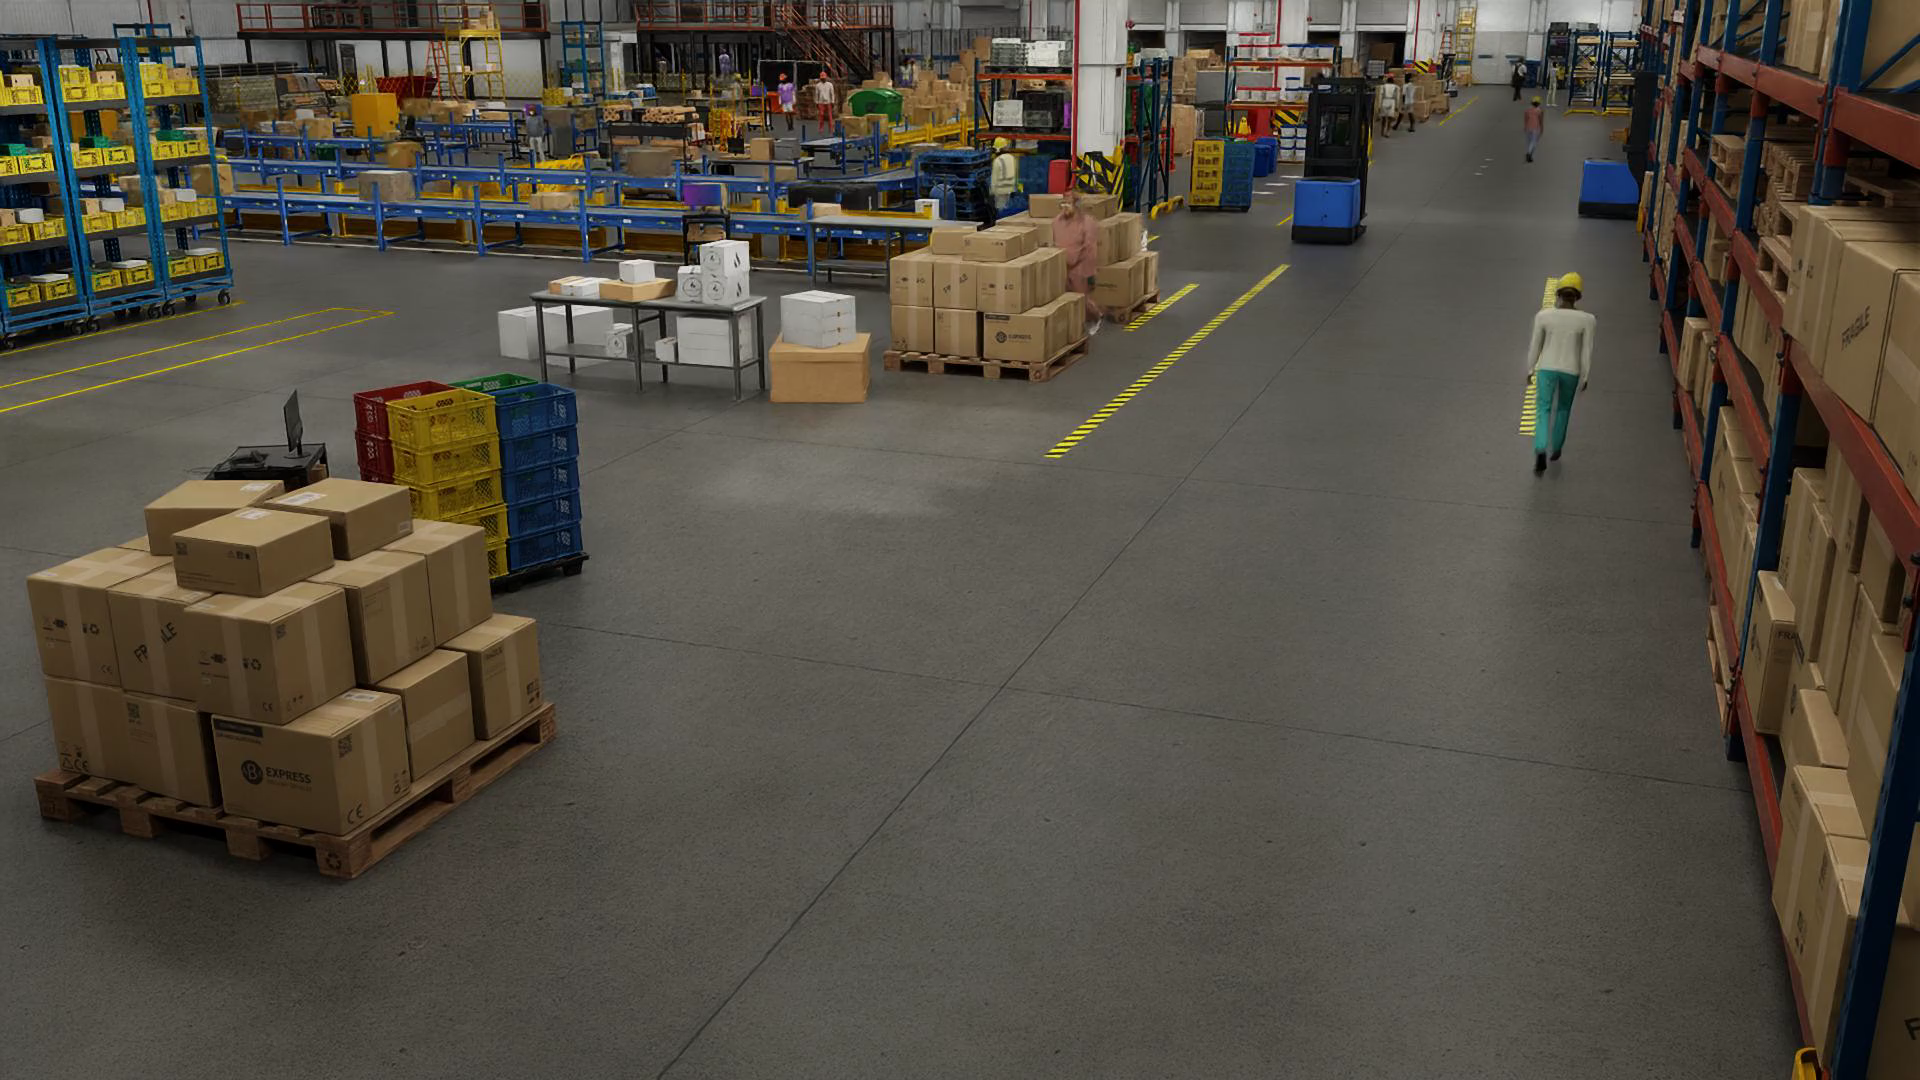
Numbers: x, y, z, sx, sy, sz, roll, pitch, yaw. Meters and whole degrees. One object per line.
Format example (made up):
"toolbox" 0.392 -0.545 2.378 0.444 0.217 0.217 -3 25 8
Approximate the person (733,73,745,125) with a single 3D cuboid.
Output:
"person" -7.919 -15.672 59.122 0.472 1.815 0.615 1 18 4

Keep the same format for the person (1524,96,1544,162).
"person" 15.318 -10.977 44.486 0.527 1.752 0.520 14 23 38

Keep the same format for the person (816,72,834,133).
"person" -4.499 -14.554 55.345 0.633 1.983 0.413 2 18 7

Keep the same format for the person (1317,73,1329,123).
"person" 12.203 -14.822 56.308 0.639 1.904 0.604 -2 18 -8

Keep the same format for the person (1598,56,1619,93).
"person" 31.217 -22.281 79.787 1.015 1.884 0.633 5 18 15

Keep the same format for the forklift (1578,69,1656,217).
"forklift" 13.219 -7.740 32.475 1.873 2.768 1.129 6 19 18

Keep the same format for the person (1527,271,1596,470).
"person" 5.301 -1.500 14.722 0.529 1.734 0.816 6 19 20

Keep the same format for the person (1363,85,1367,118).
"person" 13.041 -13.891 53.787 0.540 1.657 0.858 -3 18 -8

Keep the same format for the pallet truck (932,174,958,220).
"pallet truck" -0.507 -5.292 27.348 0.653 1.274 1.630 6 19 19

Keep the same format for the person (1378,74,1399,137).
"person" 13.822 -14.008 53.644 0.630 1.984 1.058 3 18 8

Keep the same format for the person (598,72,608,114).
"person" -13.653 -17.076 63.686 0.406 1.723 0.480 6 19 18

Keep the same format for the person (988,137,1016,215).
"person" 0.708 -6.143 29.191 0.474 1.813 0.611 12 21 34

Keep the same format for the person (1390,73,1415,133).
"person" 14.932 -14.657 55.776 0.621 1.910 0.998 -12 21 -32

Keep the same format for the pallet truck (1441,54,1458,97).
"pallet truck" 22.765 -21.886 78.355 0.823 1.965 1.885 -4 18 -14

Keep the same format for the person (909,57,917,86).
"person" -2.062 -20.851 75.247 0.796 1.910 0.551 0 18 -1

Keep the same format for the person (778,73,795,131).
"person" -5.877 -14.810 56.262 0.557 1.906 0.504 2 18 5

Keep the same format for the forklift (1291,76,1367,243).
"forklift" 6.598 -6.755 29.381 1.129 2.768 1.873 6 19 19

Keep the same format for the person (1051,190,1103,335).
"person" 1.430 -3.317 20.217 0.653 1.882 0.768 13 22 35

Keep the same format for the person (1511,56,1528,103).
"person" 24.858 -20.408 73.643 0.985 2.000 0.708 -9 20 -27

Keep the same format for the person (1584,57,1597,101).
"person" 28.460 -20.796 75.059 0.381 1.918 0.585 -8 20 -25

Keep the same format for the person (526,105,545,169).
"person" -10.839 -10.270 42.466 0.494 1.624 0.283 4 18 11

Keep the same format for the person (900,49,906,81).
"person" -3.256 -27.396 95.948 0.557 1.828 0.513 -4 18 -12

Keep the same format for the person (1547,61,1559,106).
"person" 25.371 -19.523 71.135 0.328 1.873 0.519 -13 22 -36

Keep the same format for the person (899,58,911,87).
"person" -2.484 -20.614 74.519 0.638 1.896 0.625 -12 22 -34

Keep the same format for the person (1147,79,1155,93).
"person" 7.349 -16.818 62.560 0.750 1.912 0.579 8 19 23

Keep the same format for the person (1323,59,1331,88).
"person" 17.154 -21.561 77.542 0.526 1.867 0.615 -4 18 -12
